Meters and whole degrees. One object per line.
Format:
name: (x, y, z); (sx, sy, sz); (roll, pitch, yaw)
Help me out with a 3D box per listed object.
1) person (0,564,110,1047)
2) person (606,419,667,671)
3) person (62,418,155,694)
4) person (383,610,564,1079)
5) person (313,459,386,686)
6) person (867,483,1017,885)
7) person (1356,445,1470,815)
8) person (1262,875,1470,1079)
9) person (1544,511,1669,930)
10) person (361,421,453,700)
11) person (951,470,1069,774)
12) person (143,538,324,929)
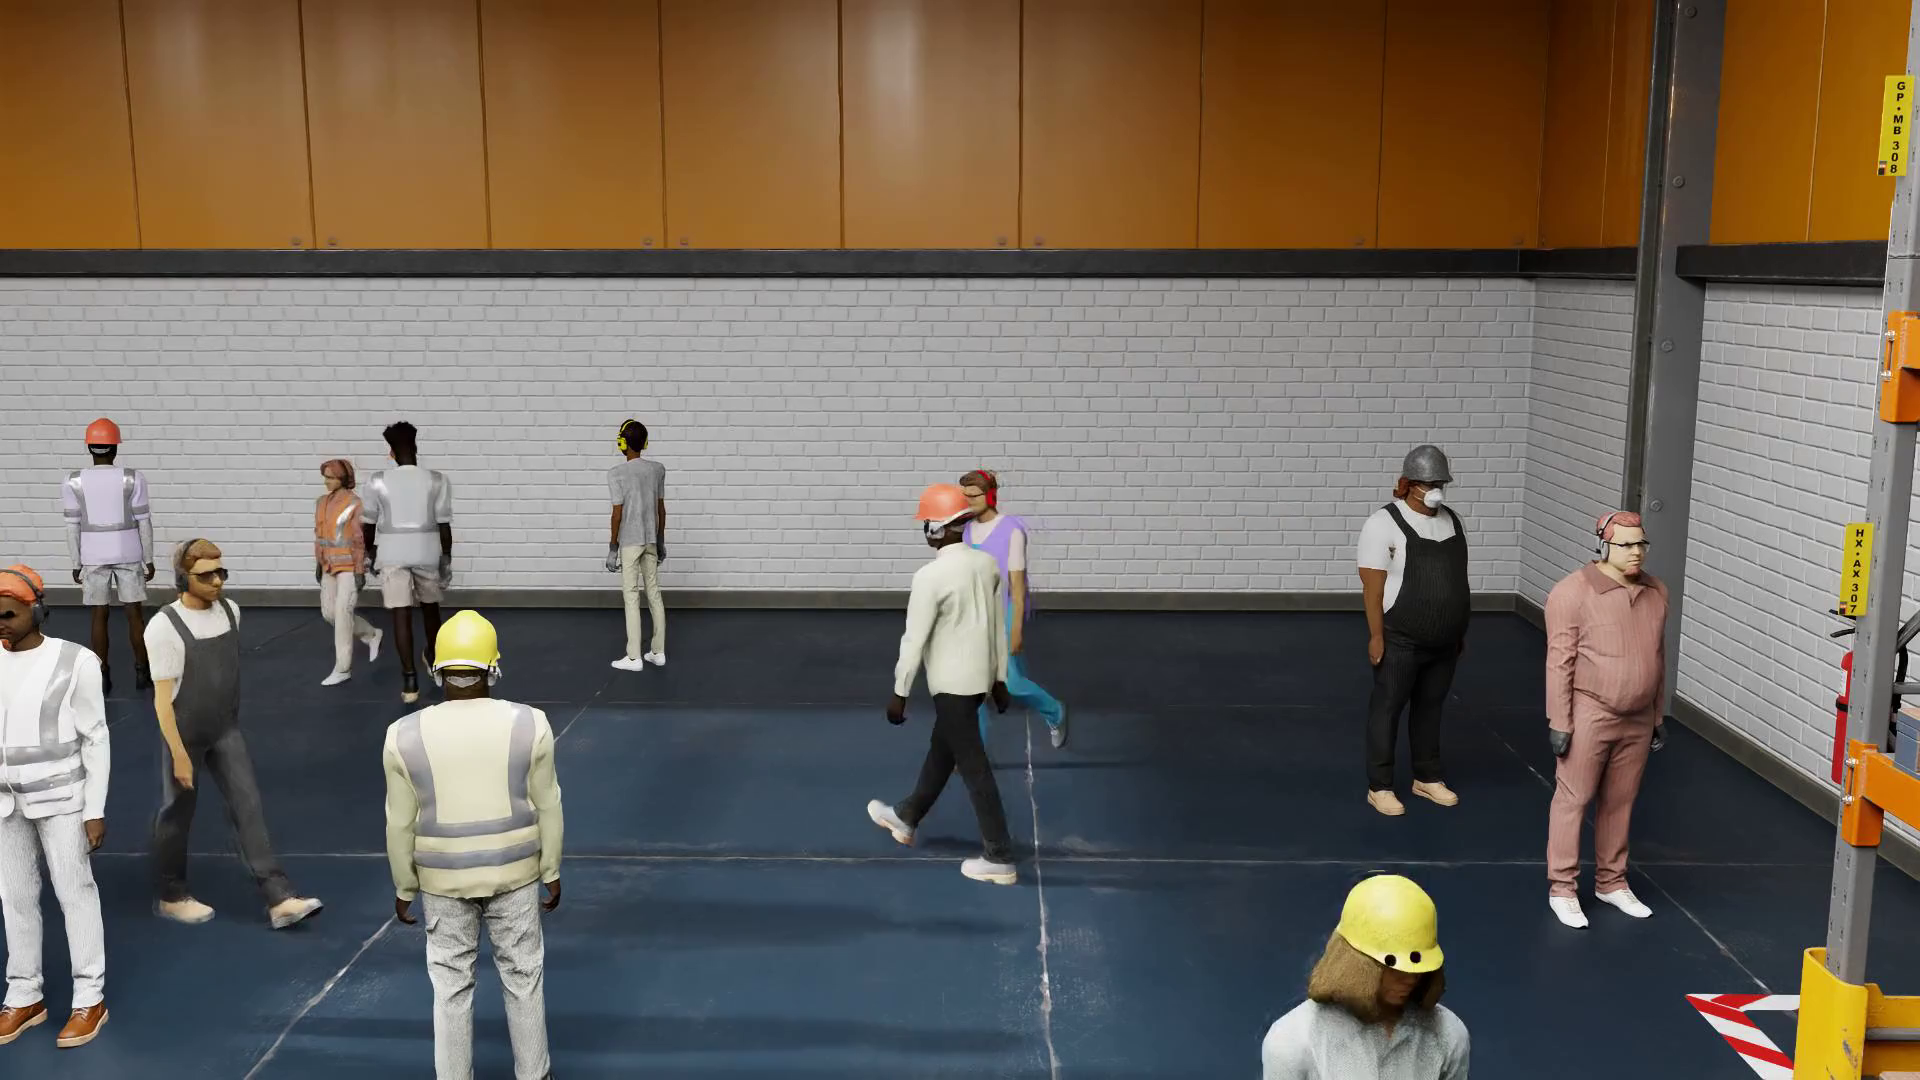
person: (-3.569, 1.021, 6.416); (0.572, 1.887, 0.356); (1, 9, 4)
person: (-2.405, 0.042, 12.363); (0.328, 1.862, 0.509); (9, 13, 42)
person: (-5.967, 0.113, 11.705); (0.548, 1.937, 0.358); (-4, 10, -22)
person: (-1.681, 1.150, 5.804); (0.589, 1.834, 0.403); (-3, 10, -15)
person: (-4.447, 0.209, 12.071); (0.527, 1.617, 0.643); (6, 11, 31)
person: (-0.124, 0.688, 8.234); (1.050, 1.936, 0.631); (6, 11, 32)
person: (2.549, 0.487, 9.157); (0.683, 2.000, 0.538); (-5, 10, -25)
person: (0.878, 1.545, 3.718); (0.500, 1.724, 0.569); (-2, 10, -12)
person: (2.977, 0.812, 7.612); (0.640, 1.909, 0.409); (-3, 10, -19)
person: (-3.901, 0.116, 11.768); (0.606, 1.900, 0.968); (-4, 10, -23)
person: (0.269, 0.470, 9.950); (0.787, 1.811, 0.612); (-8, 12, -40)
person: (-3.325, 0.893, 7.433); (0.935, 1.799, 0.532); (4, 10, 25)
